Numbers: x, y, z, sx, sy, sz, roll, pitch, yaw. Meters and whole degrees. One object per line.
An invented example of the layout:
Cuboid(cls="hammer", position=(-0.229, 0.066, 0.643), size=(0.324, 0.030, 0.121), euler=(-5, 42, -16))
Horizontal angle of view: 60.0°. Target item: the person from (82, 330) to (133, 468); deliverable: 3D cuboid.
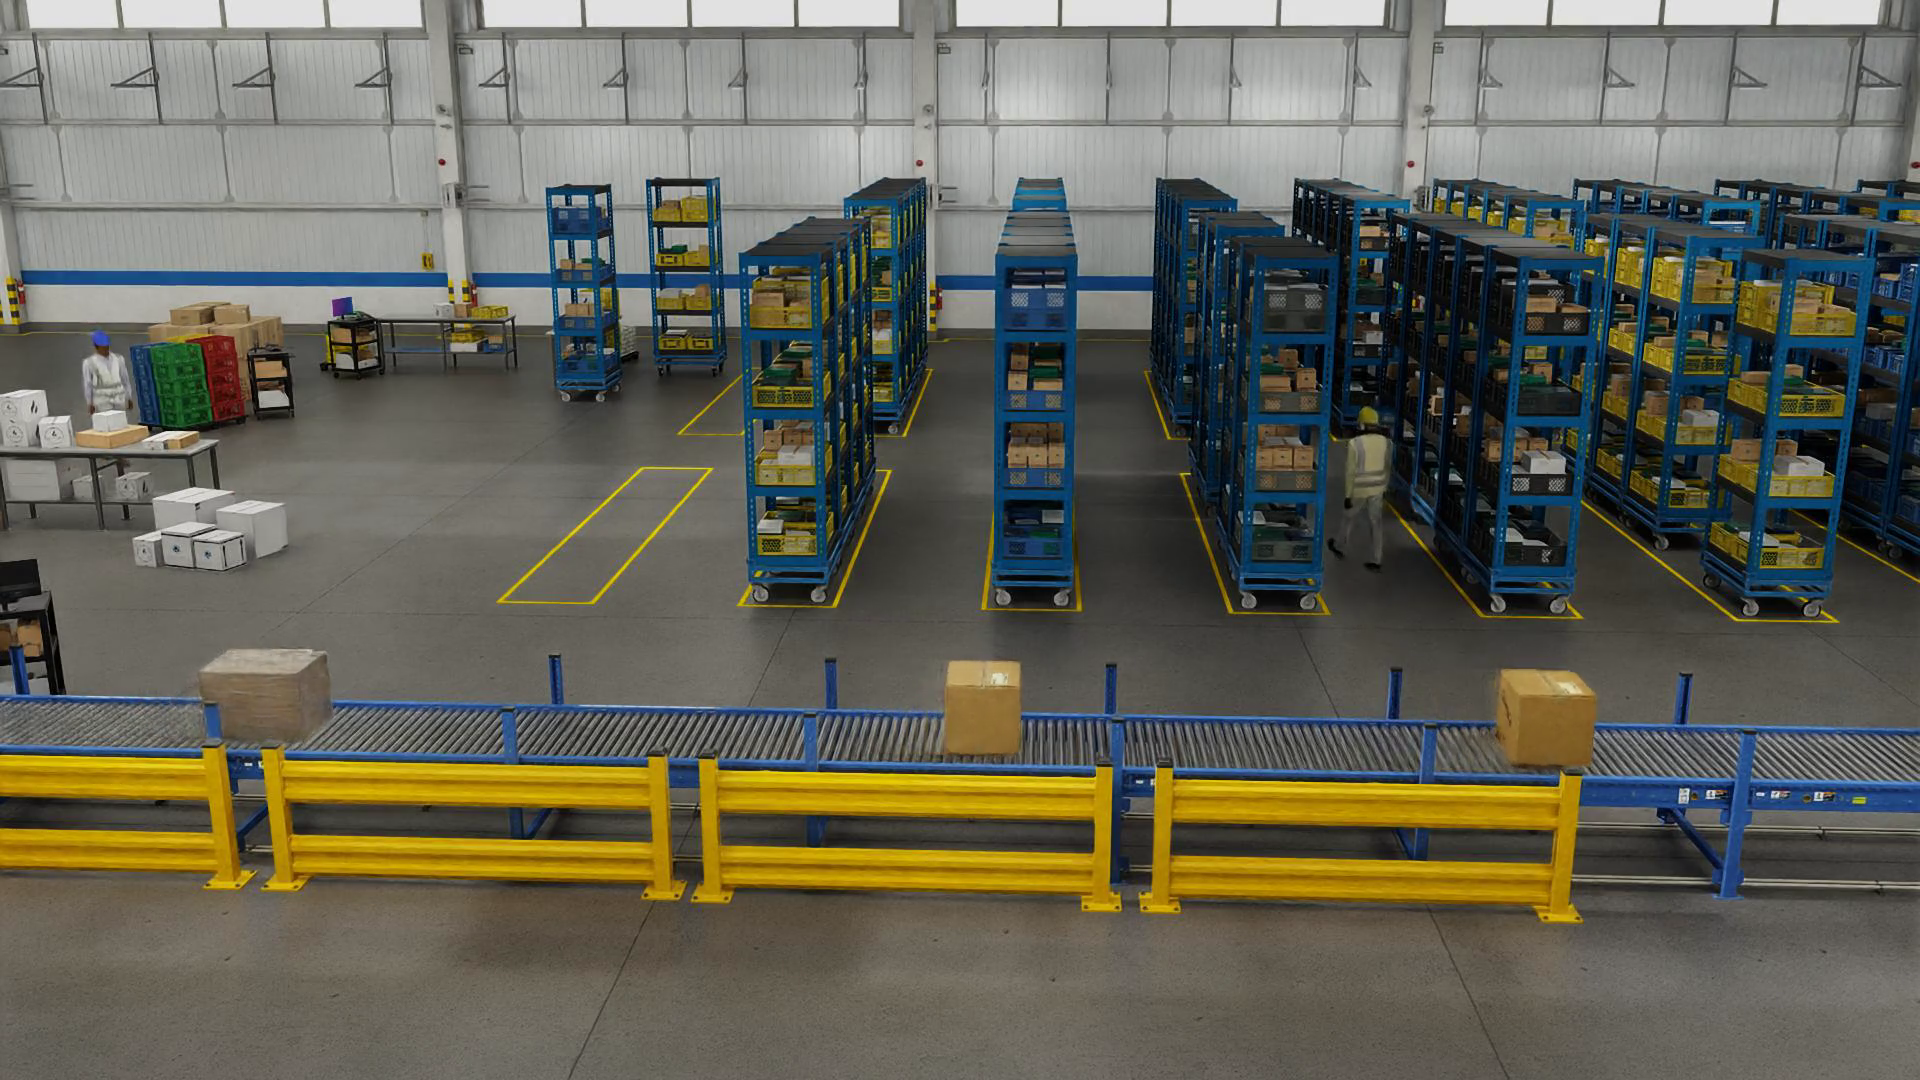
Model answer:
Cuboid(cls="person", position=(-11.935, -1.986, 23.268), size=(0.752, 1.923, 0.616), euler=(10, 18, 34))

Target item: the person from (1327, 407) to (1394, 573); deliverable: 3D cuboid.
Cuboid(cls="person", position=(4.430, -0.583, 18.310), size=(0.620, 1.782, 0.940), euler=(-5, 16, -17))
